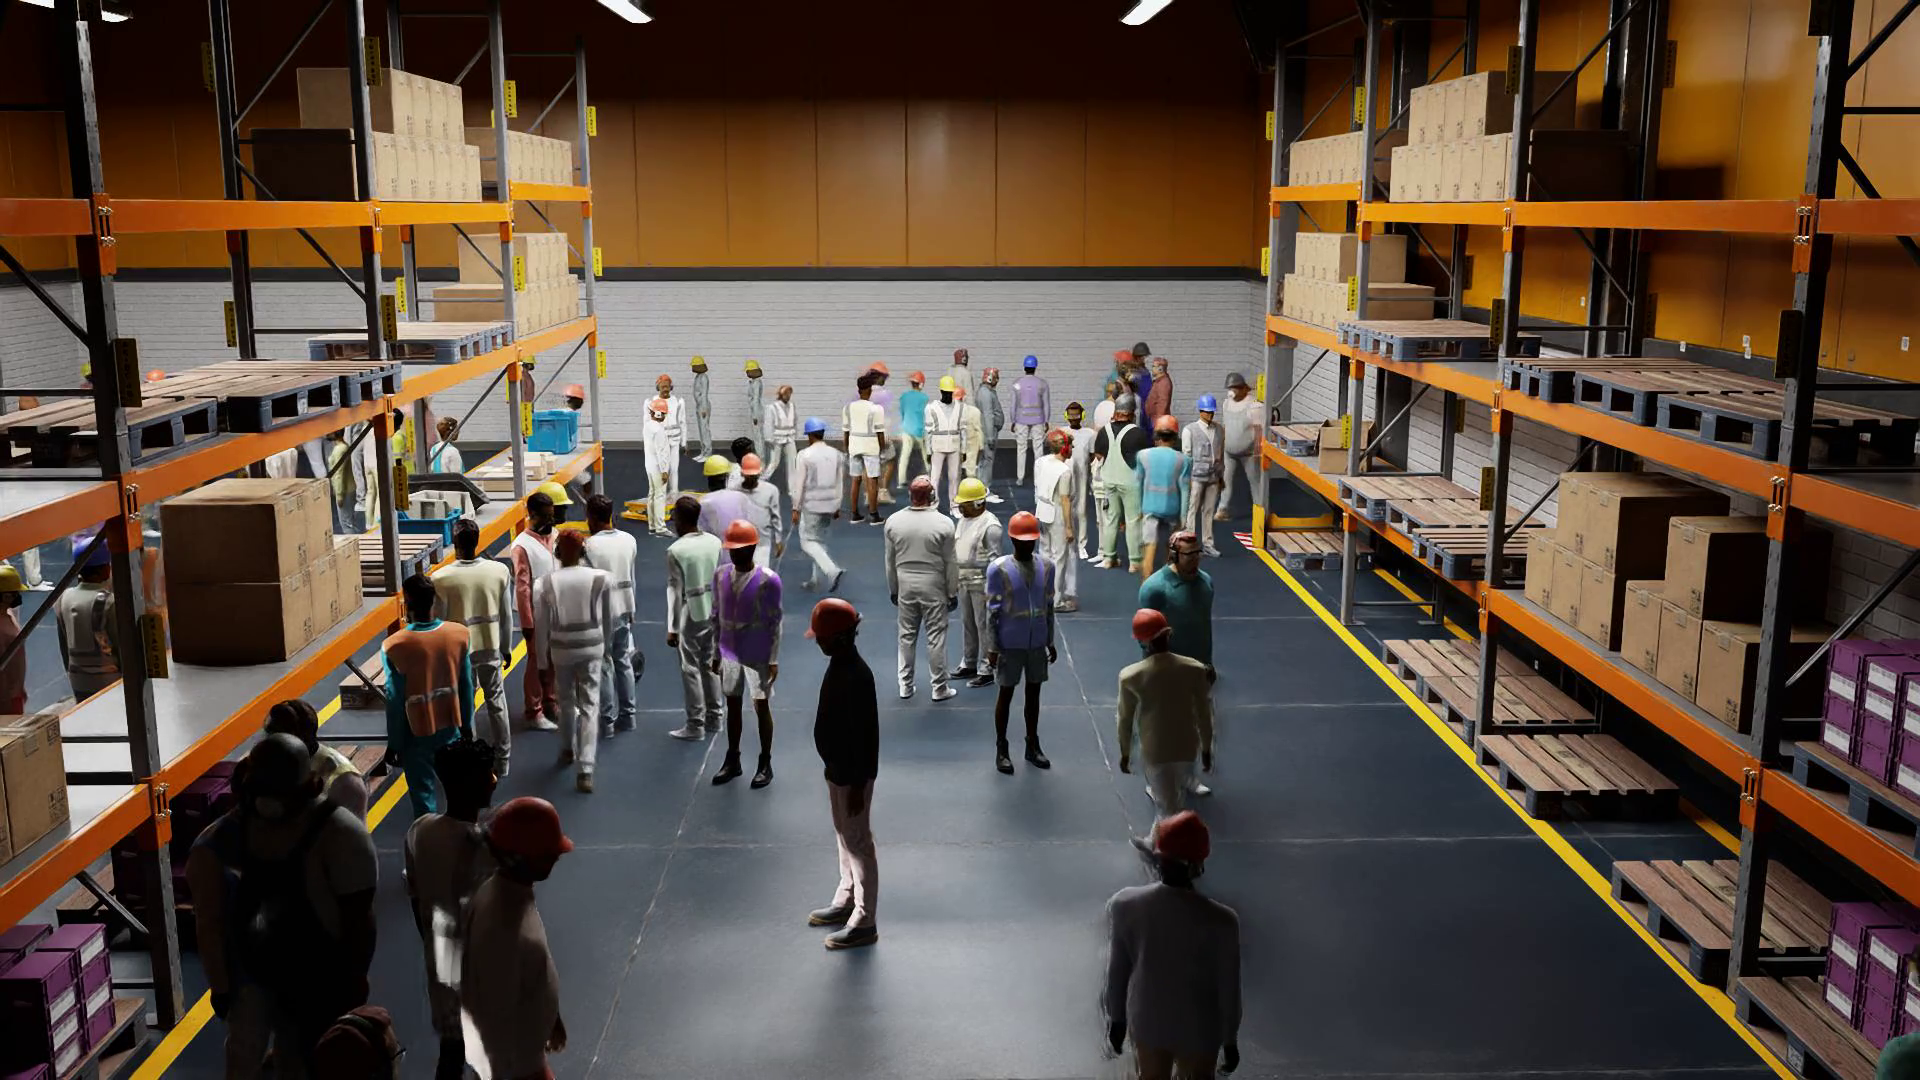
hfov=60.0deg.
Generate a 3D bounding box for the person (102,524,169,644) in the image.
[{"bbox_3d":[-6.247,0.670,12.706,0.593,1.892,0.945,-3,12,-16],"label":"person"}]

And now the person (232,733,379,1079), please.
[{"bbox_3d":[-2.779,1.719,7.010,0.694,2.000,0.678,6,13,28],"label":"person"}]

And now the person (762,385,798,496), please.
[{"bbox_3d":[-2.579,-1.435,23.897,0.520,1.612,0.690,-8,14,-35],"label":"person"}]

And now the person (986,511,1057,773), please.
[{"bbox_3d":[0.465,0.740,12.182,0.552,1.936,0.358,-5,12,-22],"label":"person"}]

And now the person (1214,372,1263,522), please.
[{"bbox_3d":[3.713,-1.243,21.866,0.711,2.000,0.723,11,16,44],"label":"person"}]

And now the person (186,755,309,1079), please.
[{"bbox_3d":[-2.943,1.799,7.120,0.429,1.839,0.634,6,13,26],"label":"person"}]

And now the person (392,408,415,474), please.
[{"bbox_3d":[-6.891,-0.797,20.525,0.323,1.690,0.534,-4,12,-19],"label":"person"}]

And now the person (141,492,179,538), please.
[{"bbox_3d":[-9.993,-0.965,20.858,0.794,1.883,0.598,-5,12,-23],"label":"person"}]

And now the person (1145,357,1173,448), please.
[{"bbox_3d":[2.964,-1.778,24.875,0.411,1.913,0.643,1,11,7],"label":"person"}]

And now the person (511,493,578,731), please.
[{"bbox_3d":[-3.328,0.560,13.165,0.404,1.908,0.600,3,12,13],"label":"person"}]

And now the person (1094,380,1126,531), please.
[{"bbox_3d":[1.937,-1.080,21.313,0.373,1.937,0.630,-5,12,-22],"label":"person"}]

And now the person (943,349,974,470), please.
[{"bbox_3d":[0.029,-2.070,26.366,0.406,1.903,0.637,-9,14,-38],"label":"person"}]

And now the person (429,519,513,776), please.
[{"bbox_3d":[-3.491,0.797,11.941,0.589,1.920,0.392,-8,14,-35],"label":"person"}]

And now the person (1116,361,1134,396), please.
[{"bbox_3d":[2.319,-1.619,24.049,0.377,1.931,0.624,3,12,16],"label":"person"}]

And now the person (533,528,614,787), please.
[{"bbox_3d":[-2.784,0.821,12.047,0.557,1.836,0.969,-2,11,-11],"label":"person"}]

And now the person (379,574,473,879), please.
[{"bbox_3d":[-3.225,1.155,10.149,0.372,1.916,0.596,9,14,39],"label":"person"}]

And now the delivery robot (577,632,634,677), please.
[{"bbox_3d":[-3.093,0.965,14.296,0.477,0.478,0.707,3,12,14],"label":"delivery robot"}]

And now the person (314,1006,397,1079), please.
[{"bbox_3d":[-1.657,2.238,4.745,0.642,1.910,0.401,3,12,17],"label":"person"}]

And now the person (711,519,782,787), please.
[{"bbox_3d":[-1.534,0.805,11.850,0.542,1.939,0.363,4,12,19],"label":"person"}]

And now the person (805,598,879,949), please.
[{"bbox_3d":[-0.653,1.290,9.307,0.401,1.984,0.611,-3,12,-16],"label":"person"}]

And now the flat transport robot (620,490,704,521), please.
[{"bbox_3d":[-3.892,-0.472,22.451,0.652,0.197,1.431,7,13,30],"label":"flat transport robot"}]

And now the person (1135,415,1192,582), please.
[{"bbox_3d":[2.112,-0.313,17.354,0.609,1.996,1.085,3,12,16],"label":"person"}]

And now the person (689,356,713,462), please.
[{"bbox_3d":[-4.233,-2.142,27.142,0.326,1.736,0.487,-5,12,-23],"label":"person"}]

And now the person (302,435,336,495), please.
[{"bbox_3d":[-9.169,-1.571,23.510,0.828,2.000,0.712,10,15,41],"label":"person"}]

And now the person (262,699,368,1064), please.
[{"bbox_3d":[-3.103,1.642,7.907,0.633,1.839,0.429,5,12,24],"label":"person"}]

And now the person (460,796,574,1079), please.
[{"bbox_3d":[-1.536,1.900,6.292,0.808,1.962,0.653,-4,12,-17],"label":"person"}]

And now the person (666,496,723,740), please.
[{"bbox_3d":[-2.050,0.610,12.914,0.400,1.909,0.607,6,13,29],"label":"person"}]

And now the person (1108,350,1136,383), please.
[{"bbox_3d":[2.458,-1.918,25.409,0.499,1.972,0.651,-2,11,-9],"label":"person"}]

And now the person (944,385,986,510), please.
[{"bbox_3d":[0.046,-1.264,22.742,0.614,1.733,0.629,4,12,21],"label":"person"}]

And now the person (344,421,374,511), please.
[{"bbox_3d":[-8.298,-1.269,22.772,0.352,1.735,0.483,1,11,3],"label":"person"}]

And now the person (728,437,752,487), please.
[{"bbox_3d":[-2.353,-0.275,17.899,0.322,1.689,0.530,0,11,2],"label":"person"}]

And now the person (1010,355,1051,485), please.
[{"bbox_3d":[1.051,-1.774,24.774,0.614,1.942,0.410,1,11,5],"label":"person"}]

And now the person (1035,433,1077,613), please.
[{"bbox_3d":[0.981,-0.176,17.038,0.387,1.837,0.567,-3,12,-17],"label":"person"}]
